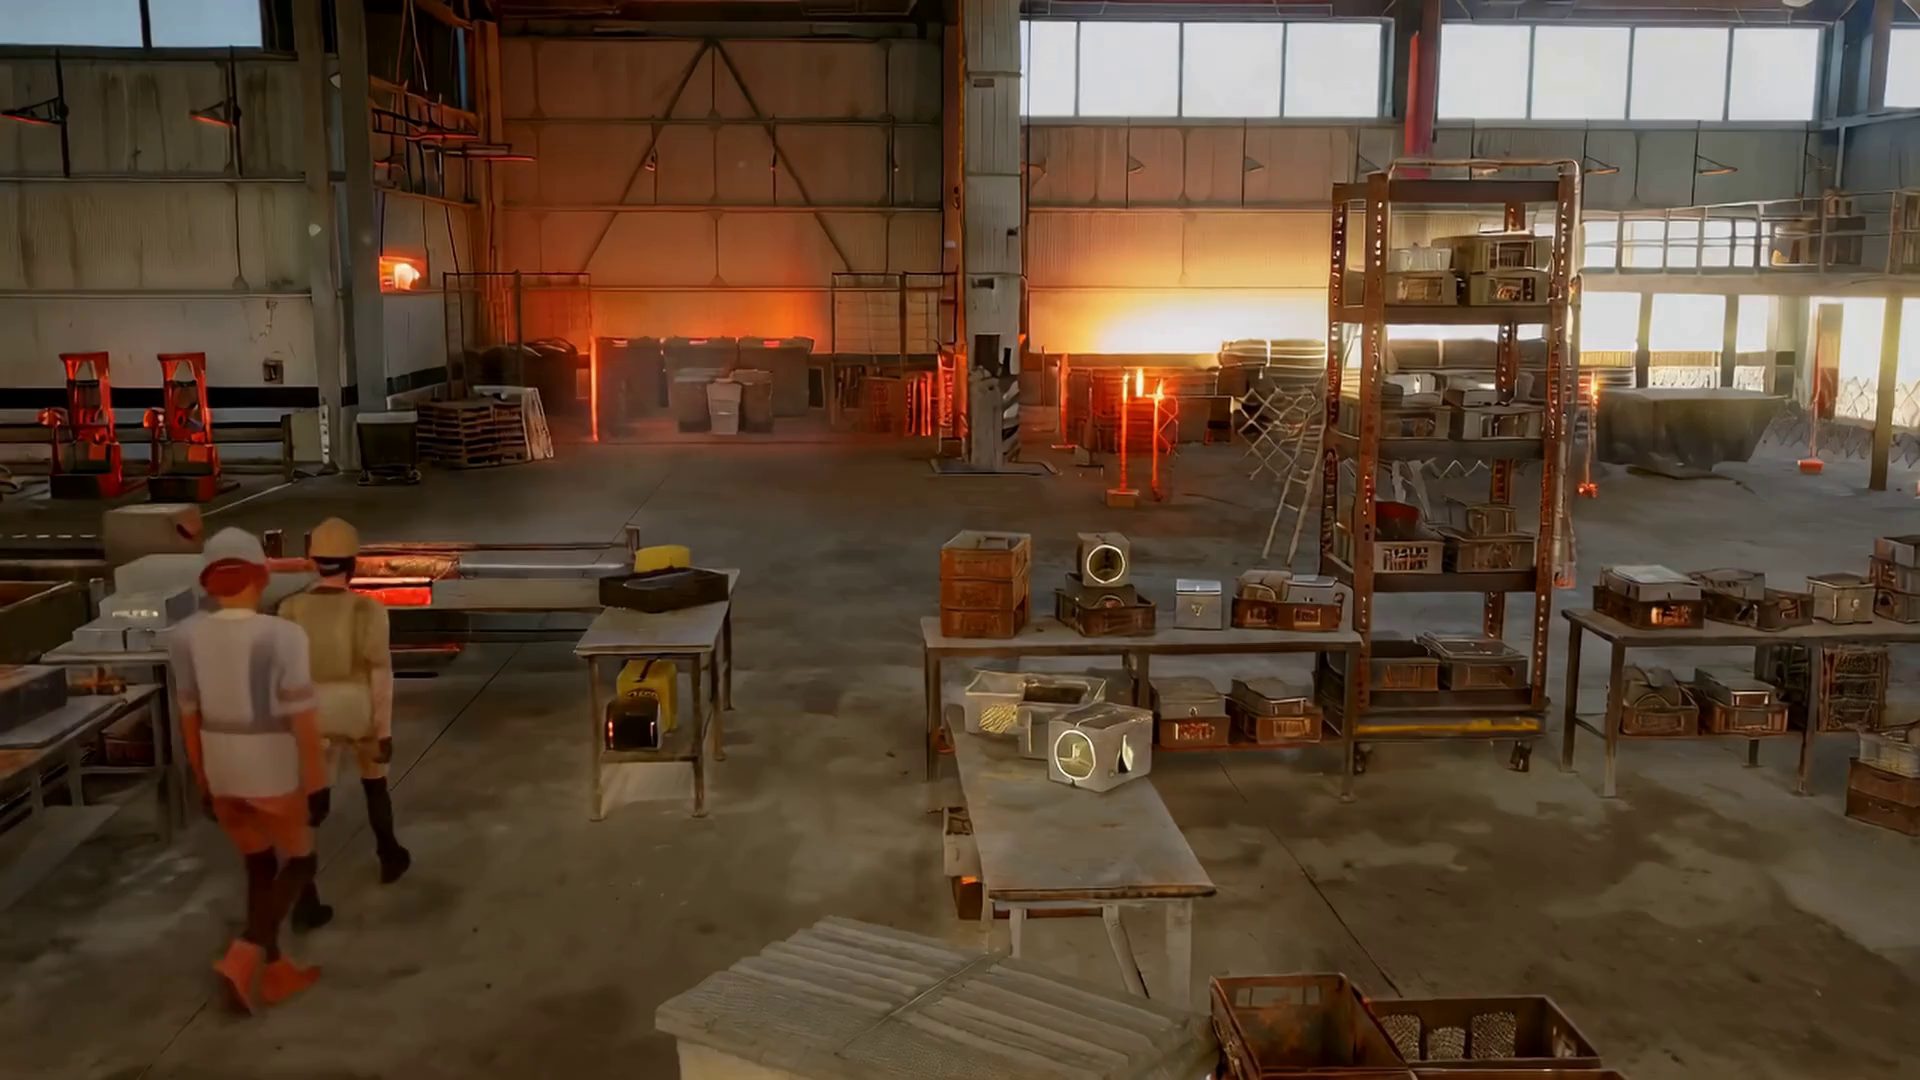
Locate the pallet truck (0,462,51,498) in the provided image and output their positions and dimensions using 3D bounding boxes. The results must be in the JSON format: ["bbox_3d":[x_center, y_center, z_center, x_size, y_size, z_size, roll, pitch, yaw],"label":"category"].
[{"bbox_3d":[-13.193,-1.293,23.148,0.653,1.274,1.630,-1,9,-4],"label":"pallet truck"}]

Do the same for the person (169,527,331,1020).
[{"bbox_3d":[-2.889,0.967,6.717,0.653,2.019,0.620,3,9,15],"label":"person"}]

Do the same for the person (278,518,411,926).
[{"bbox_3d":[-2.967,0.839,7.947,0.561,1.888,1.015,0,9,2],"label":"person"}]

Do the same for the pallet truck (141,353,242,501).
[{"bbox_3d":[-10.520,-1.604,22.925,0.823,1.965,1.885,-1,9,-6],"label":"pallet truck"}]

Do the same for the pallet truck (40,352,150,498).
[{"bbox_3d":[-11.907,-1.642,23.165,0.823,1.965,1.885,0,9,0],"label":"pallet truck"}]
